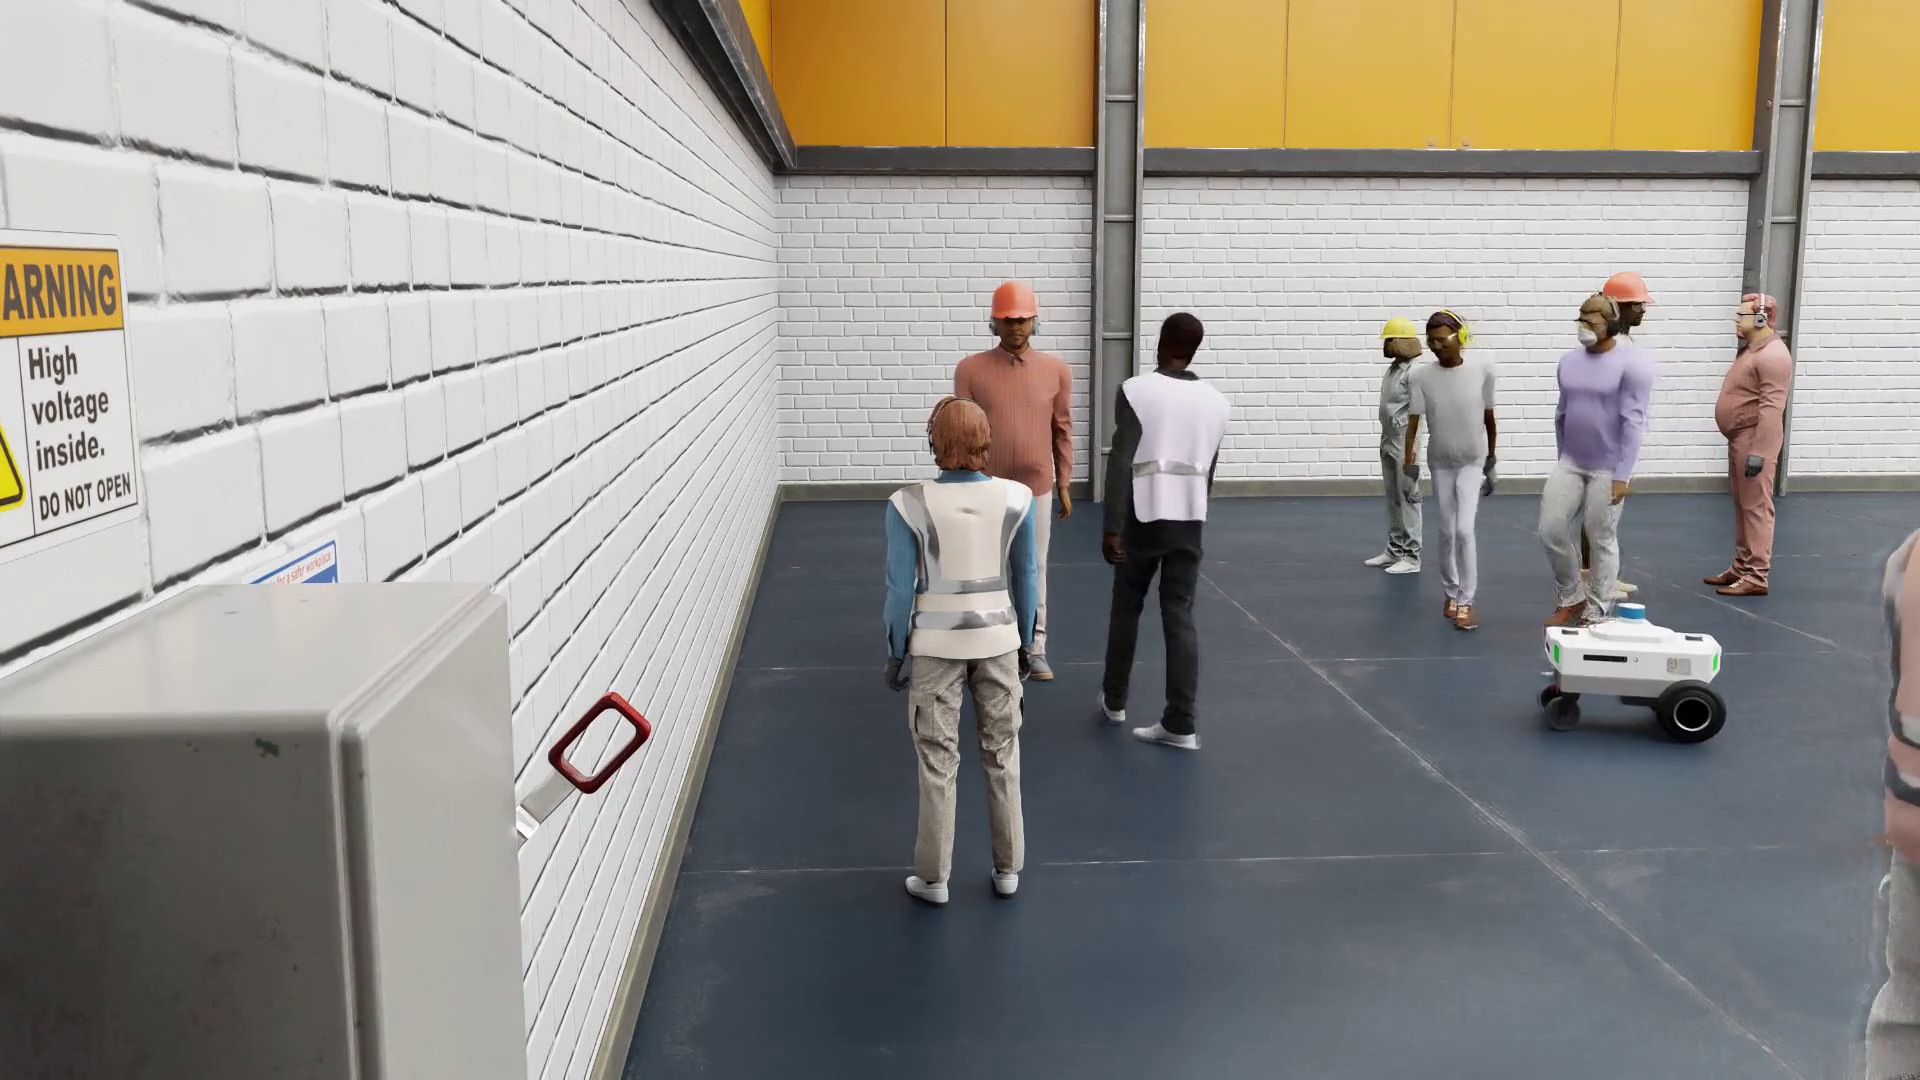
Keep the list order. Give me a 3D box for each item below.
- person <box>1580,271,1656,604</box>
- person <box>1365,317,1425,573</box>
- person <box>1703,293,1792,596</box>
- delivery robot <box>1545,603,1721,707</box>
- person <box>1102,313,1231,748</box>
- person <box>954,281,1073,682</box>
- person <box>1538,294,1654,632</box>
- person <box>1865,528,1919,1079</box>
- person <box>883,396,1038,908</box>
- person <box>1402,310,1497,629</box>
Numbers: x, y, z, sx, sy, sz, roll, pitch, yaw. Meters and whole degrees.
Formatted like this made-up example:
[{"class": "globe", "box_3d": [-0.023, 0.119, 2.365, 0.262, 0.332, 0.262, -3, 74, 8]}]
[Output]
[{"class": "person", "box_3d": [4.075, -0.635, 10.337, 0.375, 2.044, 0.607, 6, 11, 34]}, {"class": "person", "box_3d": [2.981, -0.645, 11.338, 0.322, 1.742, 0.493, -2, 9, -9]}, {"class": "person", "box_3d": [4.994, -0.601, 10.548, 0.405, 1.911, 0.636, 2, 9, 14]}, {"class": "delivery robot", "box_3d": [2.982, 0.527, 7.408, 0.707, 0.478, 0.477, 2, 9, 14]}, {"class": "person", "box_3d": [0.861, -0.063, 7.338, 0.674, 1.856, 0.815, -3, 10, -19]}, {"class": "person", "box_3d": [0.259, -0.280, 8.262, 0.622, 1.992, 0.396, -1, 9, -7]}, {"class": "person", "box_3d": [3.471, -0.383, 9.140, 0.457, 1.921, 0.624, -6, 11, -31]}, {"class": "person", "box_3d": [2.140, 0.607, 3.226, 0.731, 1.818, 0.660, -2, 9, -11]}, {"class": "person", "box_3d": [0.005, 0.363, 5.330, 0.514, 1.642, 0.310, -3, 9, -16]}, {"class": "person", "box_3d": [2.827, -0.407, 9.597, 0.500, 1.816, 0.752, 4, 10, 21]}]
